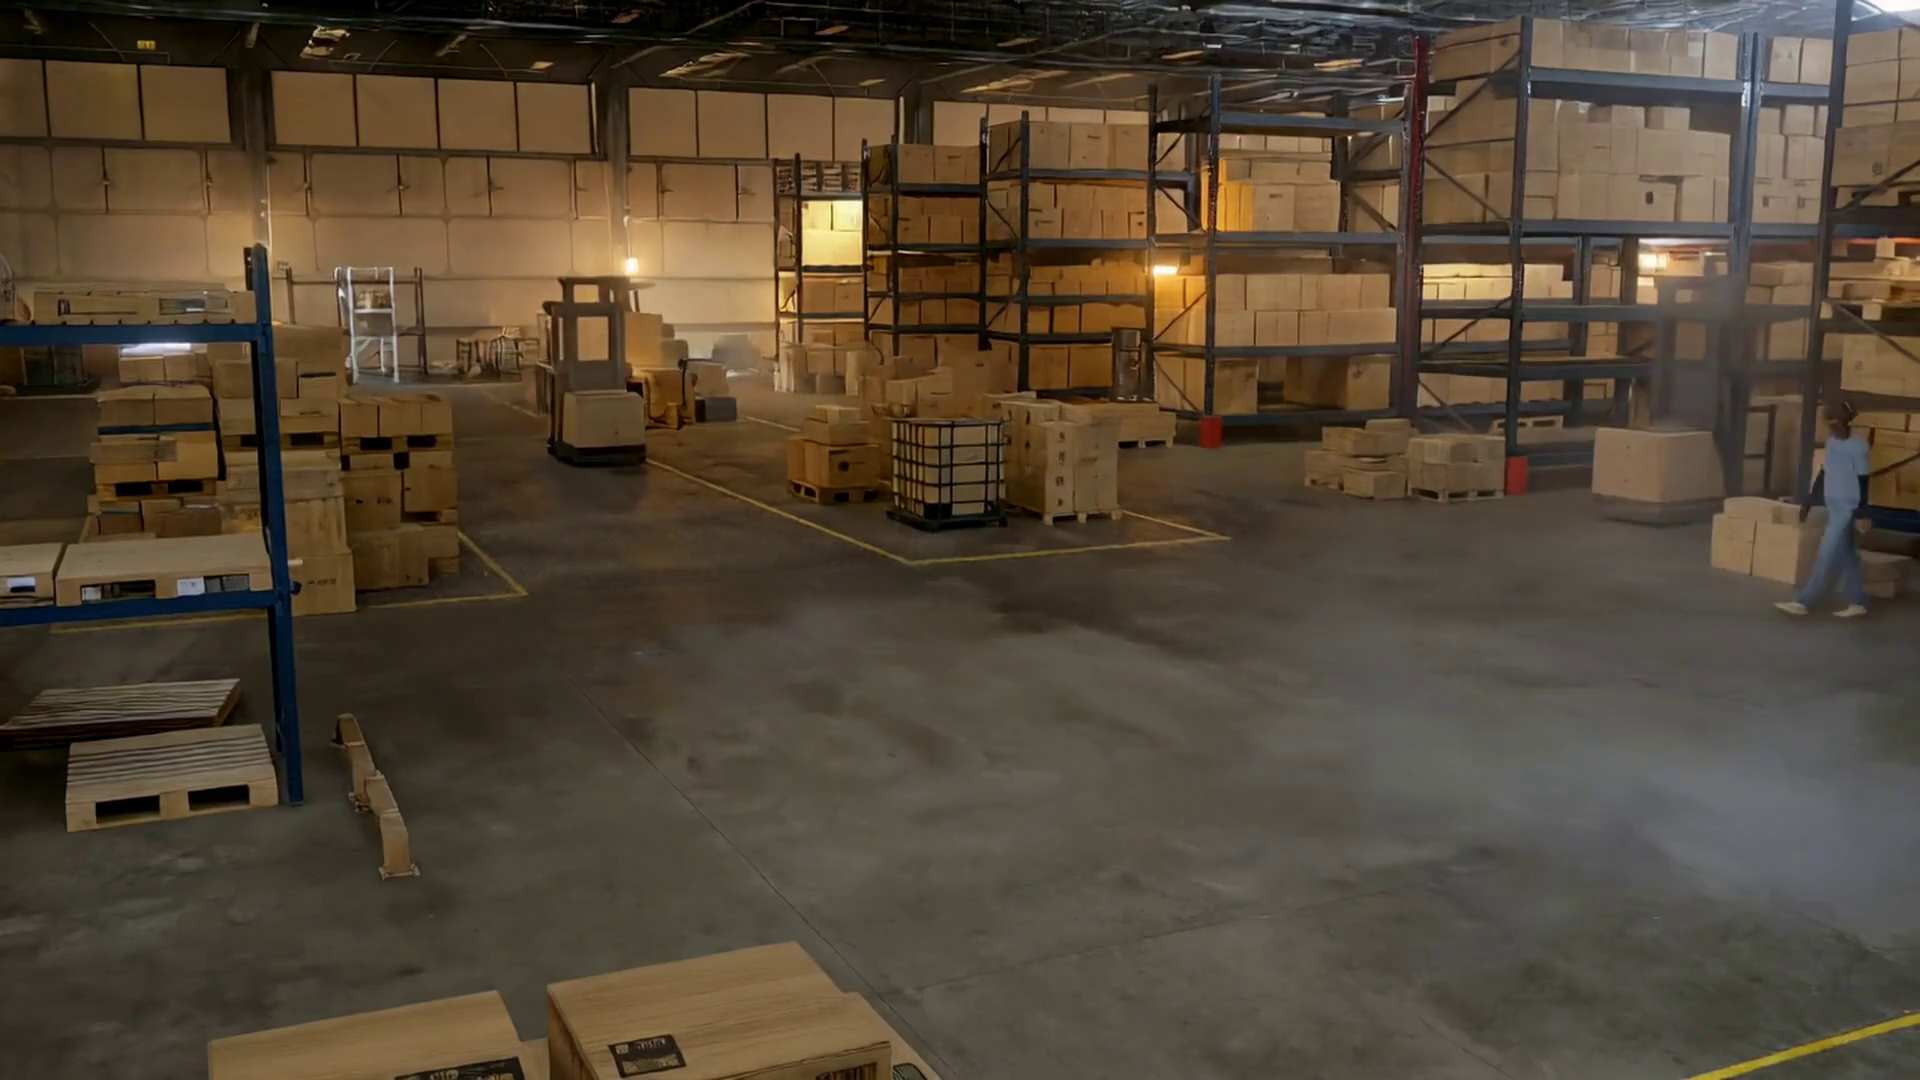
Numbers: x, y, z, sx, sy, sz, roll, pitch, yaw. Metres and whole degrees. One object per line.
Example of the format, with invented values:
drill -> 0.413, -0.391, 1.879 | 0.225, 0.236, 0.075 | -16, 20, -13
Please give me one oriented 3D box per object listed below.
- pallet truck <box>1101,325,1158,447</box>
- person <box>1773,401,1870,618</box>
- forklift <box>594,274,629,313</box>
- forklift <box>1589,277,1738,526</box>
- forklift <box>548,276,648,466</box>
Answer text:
pallet truck -> 2.881, -2.596, 27.923 | 0.823, 1.965, 1.885 | -1, 9, -7
person -> 7.232, -0.241, 13.878 | 0.938, 1.820, 0.518 | 0, 9, -2
forklift -> -8.882, -5.400, 42.590 | 1.873, 2.768, 1.129 | 5, 11, 30
forklift -> 8.433, -1.649, 19.316 | 1.873, 2.768, 1.129 | -4, 10, -25
forklift -> -5.538, -2.609, 25.272 | 1.129, 2.768, 1.873 | -5, 10, -26
